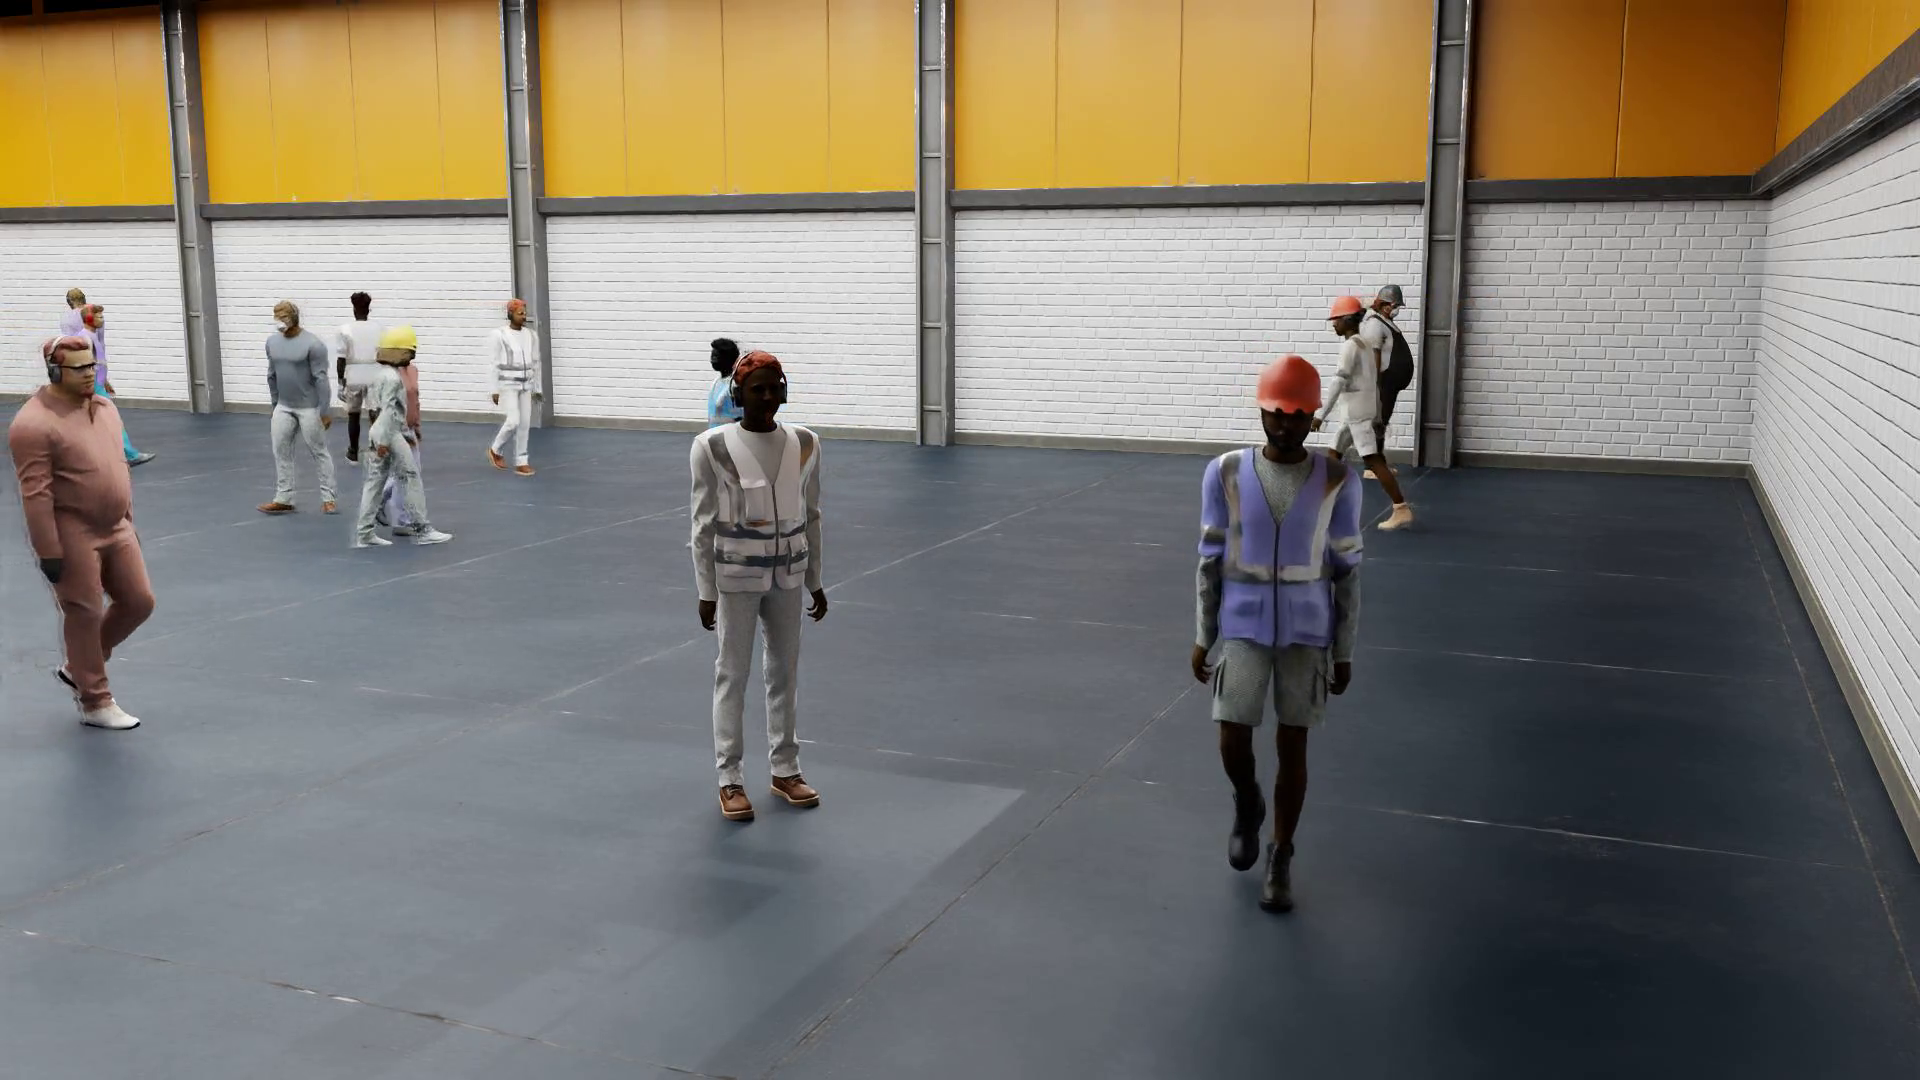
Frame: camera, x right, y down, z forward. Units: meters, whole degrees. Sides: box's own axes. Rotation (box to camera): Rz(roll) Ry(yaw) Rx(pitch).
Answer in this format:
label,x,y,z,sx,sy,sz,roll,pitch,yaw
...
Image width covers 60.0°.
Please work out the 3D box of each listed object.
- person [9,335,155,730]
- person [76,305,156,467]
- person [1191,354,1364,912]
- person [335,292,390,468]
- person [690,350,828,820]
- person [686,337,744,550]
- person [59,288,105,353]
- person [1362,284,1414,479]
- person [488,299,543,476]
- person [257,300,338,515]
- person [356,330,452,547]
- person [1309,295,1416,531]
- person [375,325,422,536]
label,x,y,z,sx,sy,sz,roll,pitch,yaw
person,-4.184,-0.030,7.950,0.440,1.894,0.676,2,10,12
person,-9.437,-1.672,18.212,0.959,1.793,0.595,-6,11,-31
person,1.094,0.317,5.768,0.574,1.924,0.454,2,10,11
person,-6.585,-1.759,18.342,0.621,1.919,0.949,-6,11,-31
person,-0.805,0.177,6.745,0.575,1.883,0.355,-6,11,-32
person,-1.795,-0.774,13.161,0.796,1.670,0.540,-4,10,-24
person,-11.359,-2.290,21.550,0.371,1.933,0.627,4,10,22
person,4.470,-1.661,17.409,0.535,2.000,0.673,4,10,24
person,-4.710,-1.606,17.577,0.474,1.871,0.592,7,12,35
person,-5.874,-1.160,14.801,0.666,1.921,0.487,3,10,19
person,-4.448,-0.801,13.202,0.800,1.704,0.485,-6,11,-32
person,3.359,-1.062,14.019,1.113,1.984,0.612,3,10,20
person,-4.652,-0.894,13.663,0.595,1.736,0.551,2,9,9
